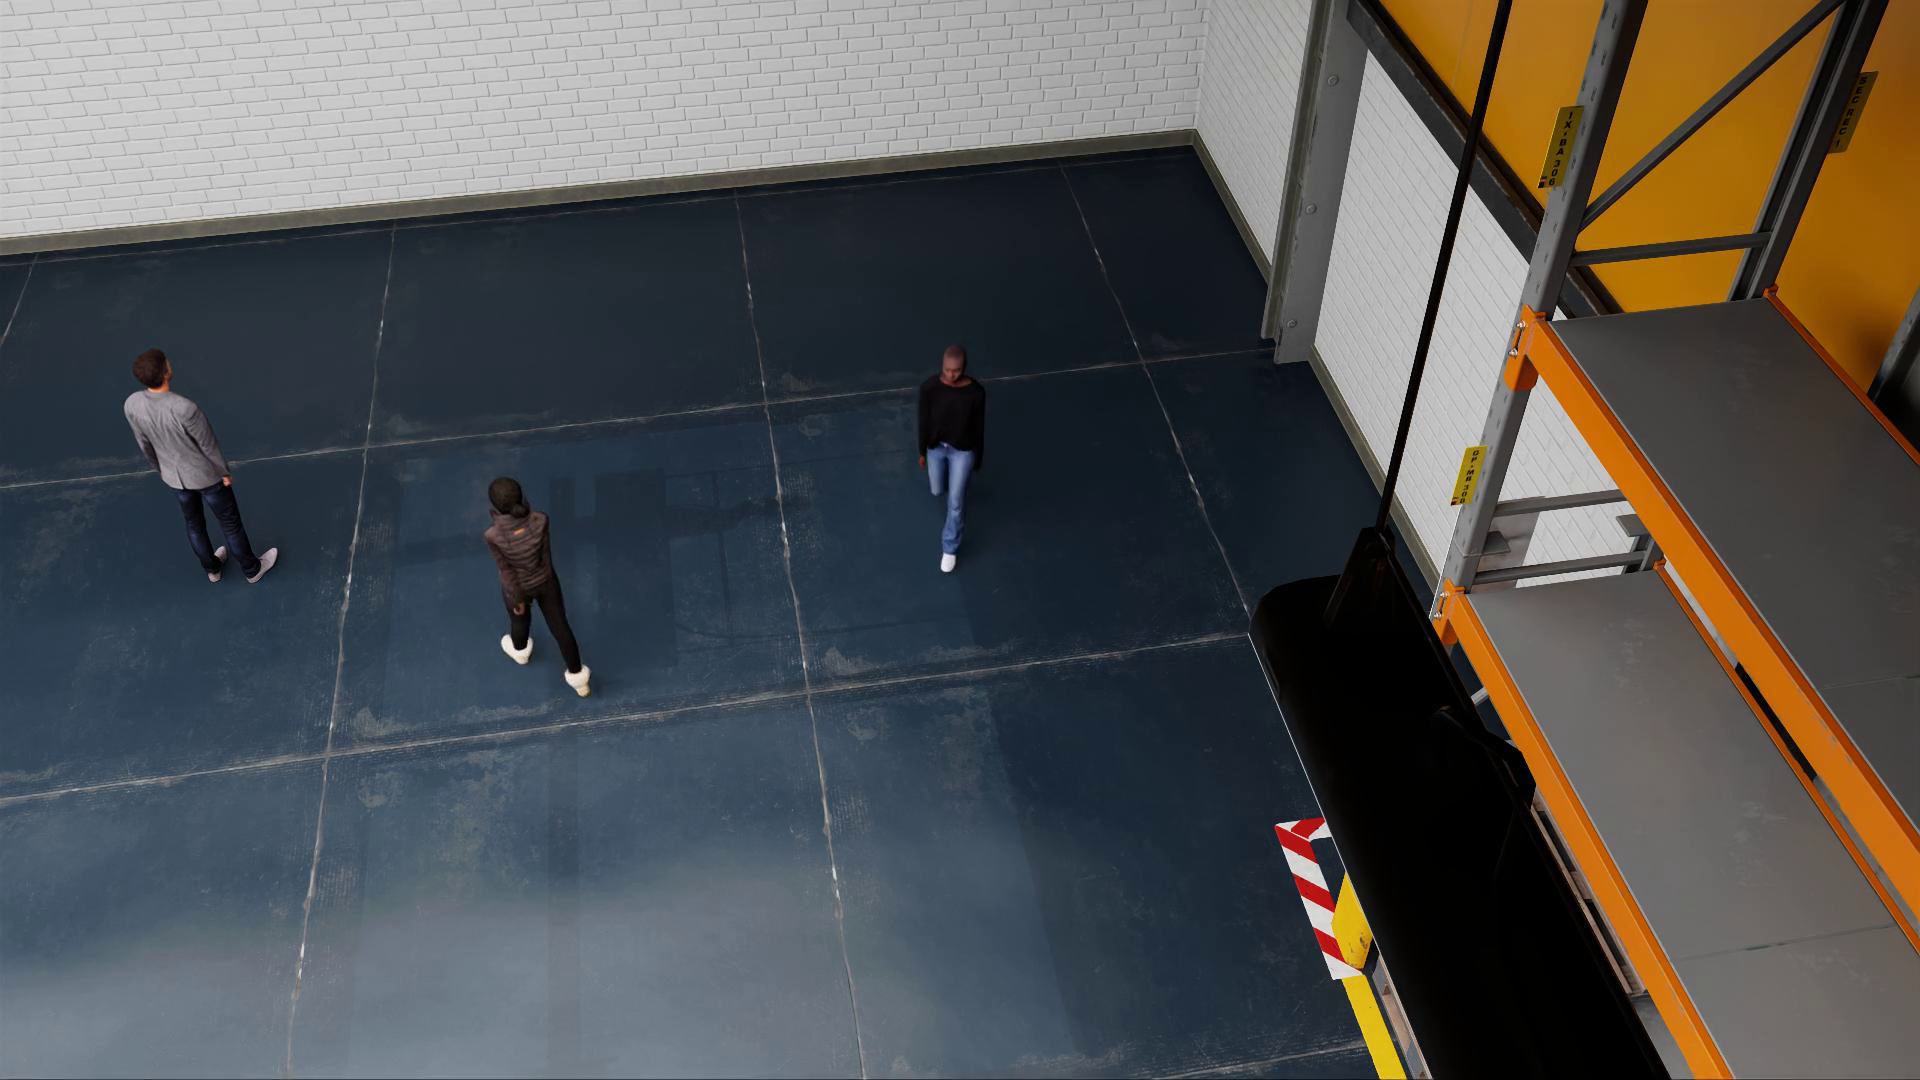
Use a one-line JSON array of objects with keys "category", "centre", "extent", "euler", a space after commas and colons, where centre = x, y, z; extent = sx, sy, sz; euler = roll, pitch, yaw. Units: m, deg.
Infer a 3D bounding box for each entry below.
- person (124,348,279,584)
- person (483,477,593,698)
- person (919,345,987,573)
[{"category": "person", "centre": [-5.001, -0.454, 10.854], "extent": [0.745, 1.874, 0.701], "euler": [4, 44, 4]}, {"category": "person", "centre": [-2.694, 0.200, 10.328], "extent": [1.086, 1.652, 0.813], "euler": [-8, 44, -9]}, {"category": "person", "centre": [-0.050, -0.644, 11.155], "extent": [0.831, 1.733, 1.071], "euler": [7, 44, 8]}]
